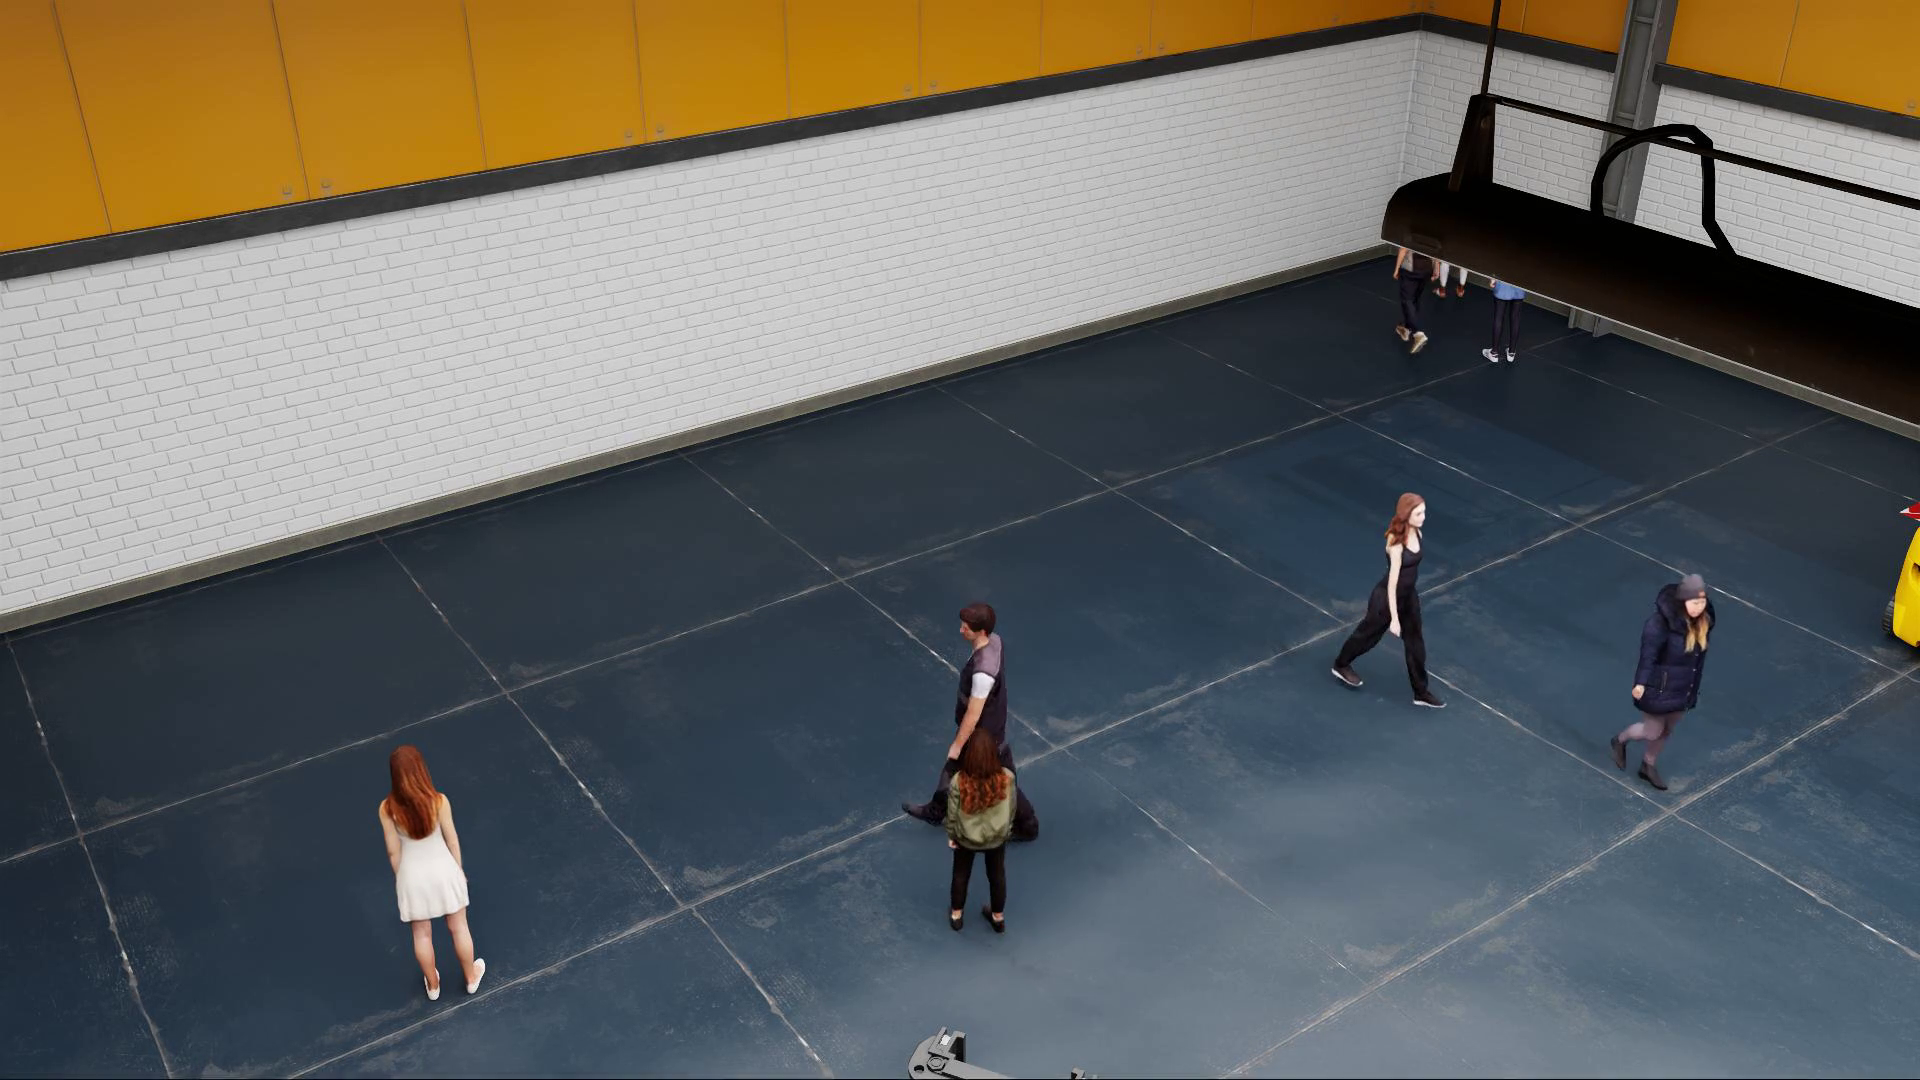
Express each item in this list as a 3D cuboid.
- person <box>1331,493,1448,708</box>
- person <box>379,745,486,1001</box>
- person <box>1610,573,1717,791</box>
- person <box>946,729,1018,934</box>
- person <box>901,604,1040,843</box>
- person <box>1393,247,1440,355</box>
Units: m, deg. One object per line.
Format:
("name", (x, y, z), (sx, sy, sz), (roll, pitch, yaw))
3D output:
("person", (3.123, 0.422, 12.304), (1.202, 1.697, 0.785), (24, 37, 37))
("person", (-3.053, 1.918, 9.552), (0.636, 1.707, 0.651), (-5, 29, -10))
("person", (4.800, 0.928, 11.408), (0.738, 1.667, 0.796), (-12, 31, -21))
("person", (0.163, 1.786, 10.040), (0.696, 1.471, 0.732), (-4, 29, -7))
("person", (0.249, 1.228, 10.714), (1.140, 1.806, 1.182), (0, 29, 0))
("person", (5.073, -2.973, 18.347), (0.932, 1.871, 1.228), (-6, 29, -11))
